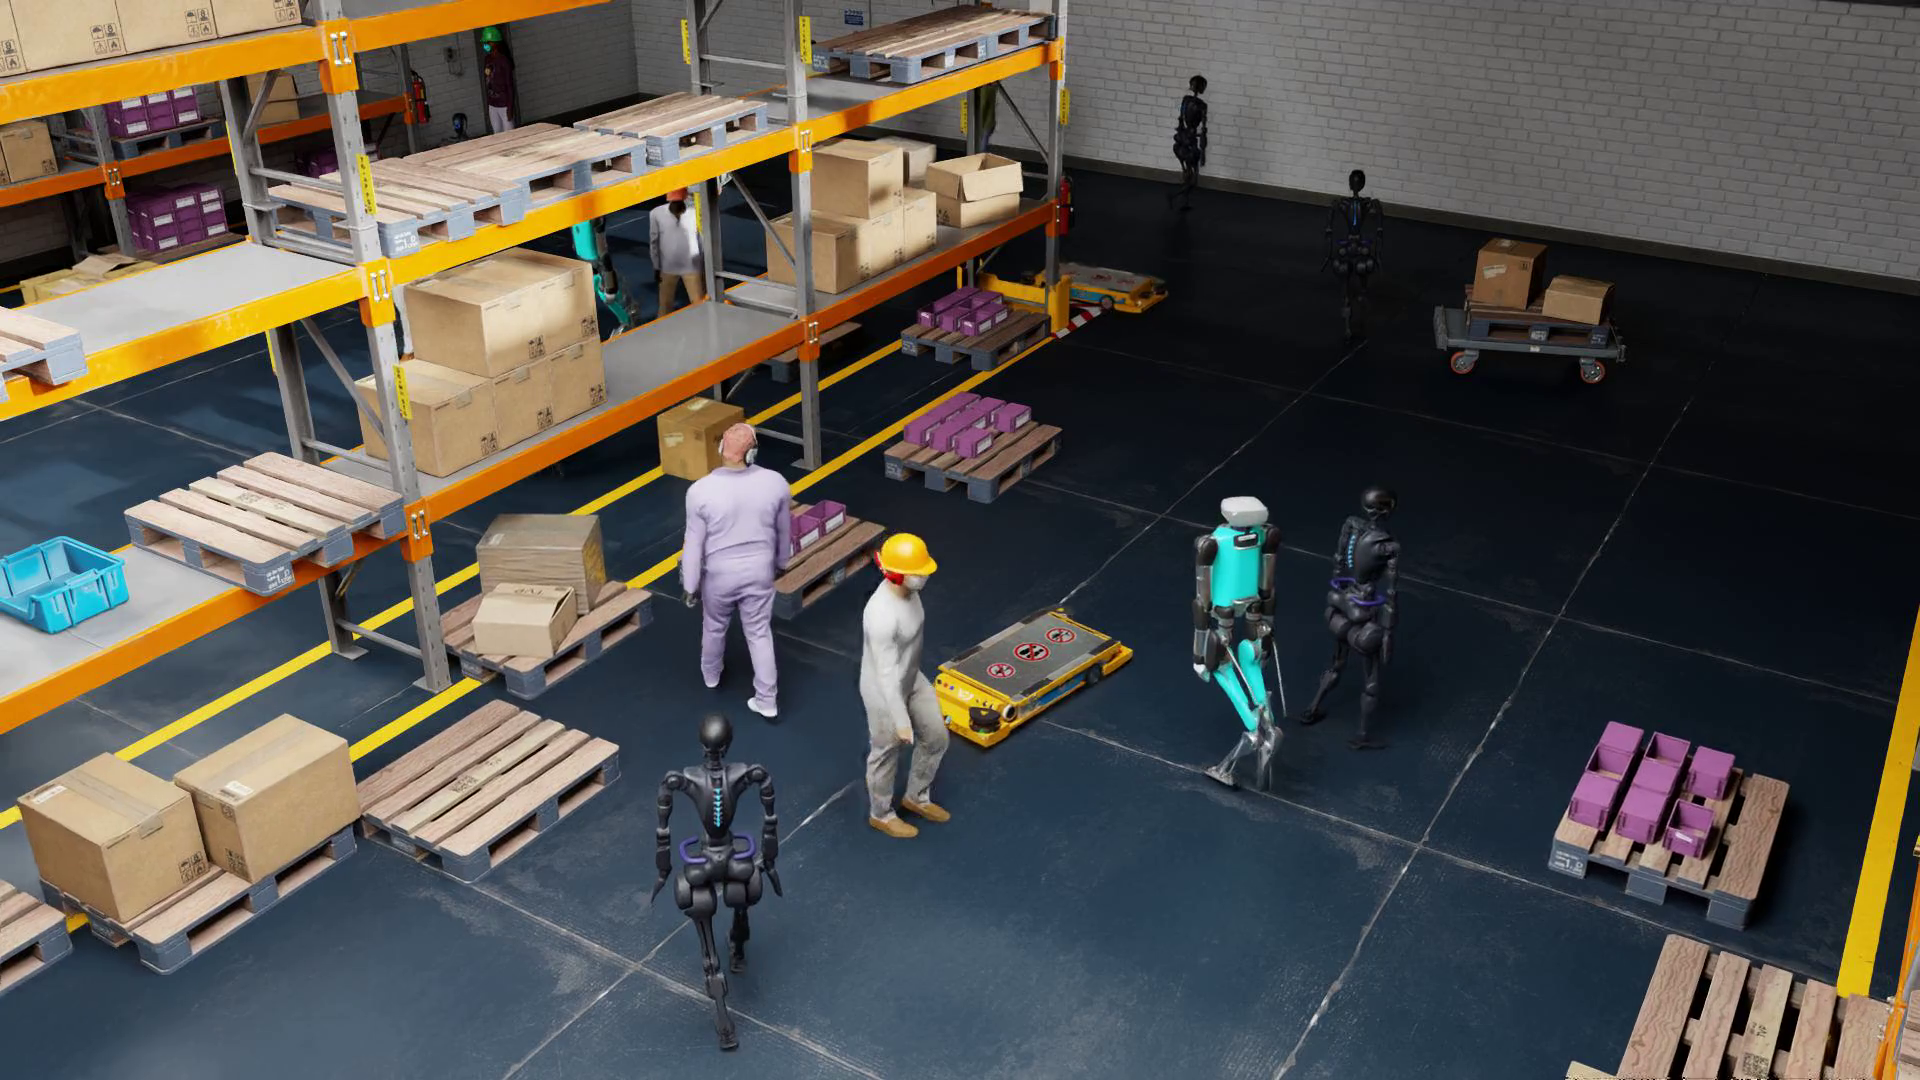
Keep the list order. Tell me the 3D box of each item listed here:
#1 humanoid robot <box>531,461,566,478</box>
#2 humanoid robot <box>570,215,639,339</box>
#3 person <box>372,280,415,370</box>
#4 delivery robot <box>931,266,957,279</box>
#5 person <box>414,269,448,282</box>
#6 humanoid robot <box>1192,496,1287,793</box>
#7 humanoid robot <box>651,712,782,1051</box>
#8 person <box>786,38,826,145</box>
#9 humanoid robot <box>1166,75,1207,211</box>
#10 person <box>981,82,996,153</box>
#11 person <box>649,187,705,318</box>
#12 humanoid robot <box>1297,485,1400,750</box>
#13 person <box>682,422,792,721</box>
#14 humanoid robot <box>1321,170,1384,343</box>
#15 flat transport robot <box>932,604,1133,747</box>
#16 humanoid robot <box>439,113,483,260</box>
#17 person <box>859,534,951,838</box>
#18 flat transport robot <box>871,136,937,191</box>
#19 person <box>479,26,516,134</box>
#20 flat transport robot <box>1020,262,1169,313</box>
[{"bbox_3d":[-3.409,-1.277,13.119,0.538,1.820,0.664,12,29,23],"label":"humanoid robot"},{"bbox_3d":[-3.157,-2.428,15.402,0.956,1.791,0.531,-24,35,-38],"label":"humanoid robot"},{"bbox_3d":[-5.273,-2.466,15.232,0.644,1.919,0.641,5,27,9],"label":"person"},{"bbox_3d":[-0.401,-3.197,18.174,0.782,0.587,0.499,13,30,24],"label":"delivery robot"},{"bbox_3d":[-4.028,-1.302,13.022,0.337,1.845,0.514,-2,27,-4],"label":"person"},{"bbox_3d":[1.622,0.726,9.255,0.556,1.881,0.730,-12,29,-23],"label":"humanoid robot"},{"bbox_3d":[-1.145,1.507,7.722,0.607,1.626,0.764,-7,28,-13],"label":"humanoid robot"},{"bbox_3d":[-1.940,-5.517,21.355,0.642,1.821,0.720,-9,28,-17],"label":"person"},{"bbox_3d":[2.700,-4.764,20.037,0.507,1.644,0.596,-13,30,-24],"label":"humanoid robot"},{"bbox_3d":[0.372,-5.189,20.930,0.614,1.612,0.501,6,28,12],"label":"person"},{"bbox_3d":[-2.635,-2.588,15.692,0.598,1.737,0.391,-1,27,-3],"label":"person"},{"bbox_3d":[2.322,0.437,9.787,0.403,1.639,0.592,-12,29,-23],"label":"humanoid robot"},{"bbox_3d":[-1.357,0.178,10.099,0.718,1.850,0.813,-10,28,-18],"label":"person"},{"bbox_3d":[3.816,-2.769,16.121,0.584,1.641,0.616,4,27,9],"label":"humanoid robot"},{"bbox_3d":[0.404,0.837,10.548,0.659,0.231,1.431,23,35,37],"label":"flat transport robot"},{"bbox_3d":[-5.440,-3.911,18.403,0.607,1.628,0.774,-3,27,-5],"label":"humanoid robot"},{"bbox_3d":[-0.274,0.810,8.832,0.573,1.876,0.572,10,29,20],"label":"person"},{"bbox_3d":[-1.065,-3.875,19.833,1.431,0.231,0.659,20,33,34],"label":"flat transport robot"},{"bbox_3d":[-5.892,-5.610,21.397,0.491,1.952,0.422,18,32,31],"label":"person"},{"bbox_3d":[1.400,-2.656,17.431,1.431,0.231,0.659,16,31,28],"label":"flat transport robot"}]
